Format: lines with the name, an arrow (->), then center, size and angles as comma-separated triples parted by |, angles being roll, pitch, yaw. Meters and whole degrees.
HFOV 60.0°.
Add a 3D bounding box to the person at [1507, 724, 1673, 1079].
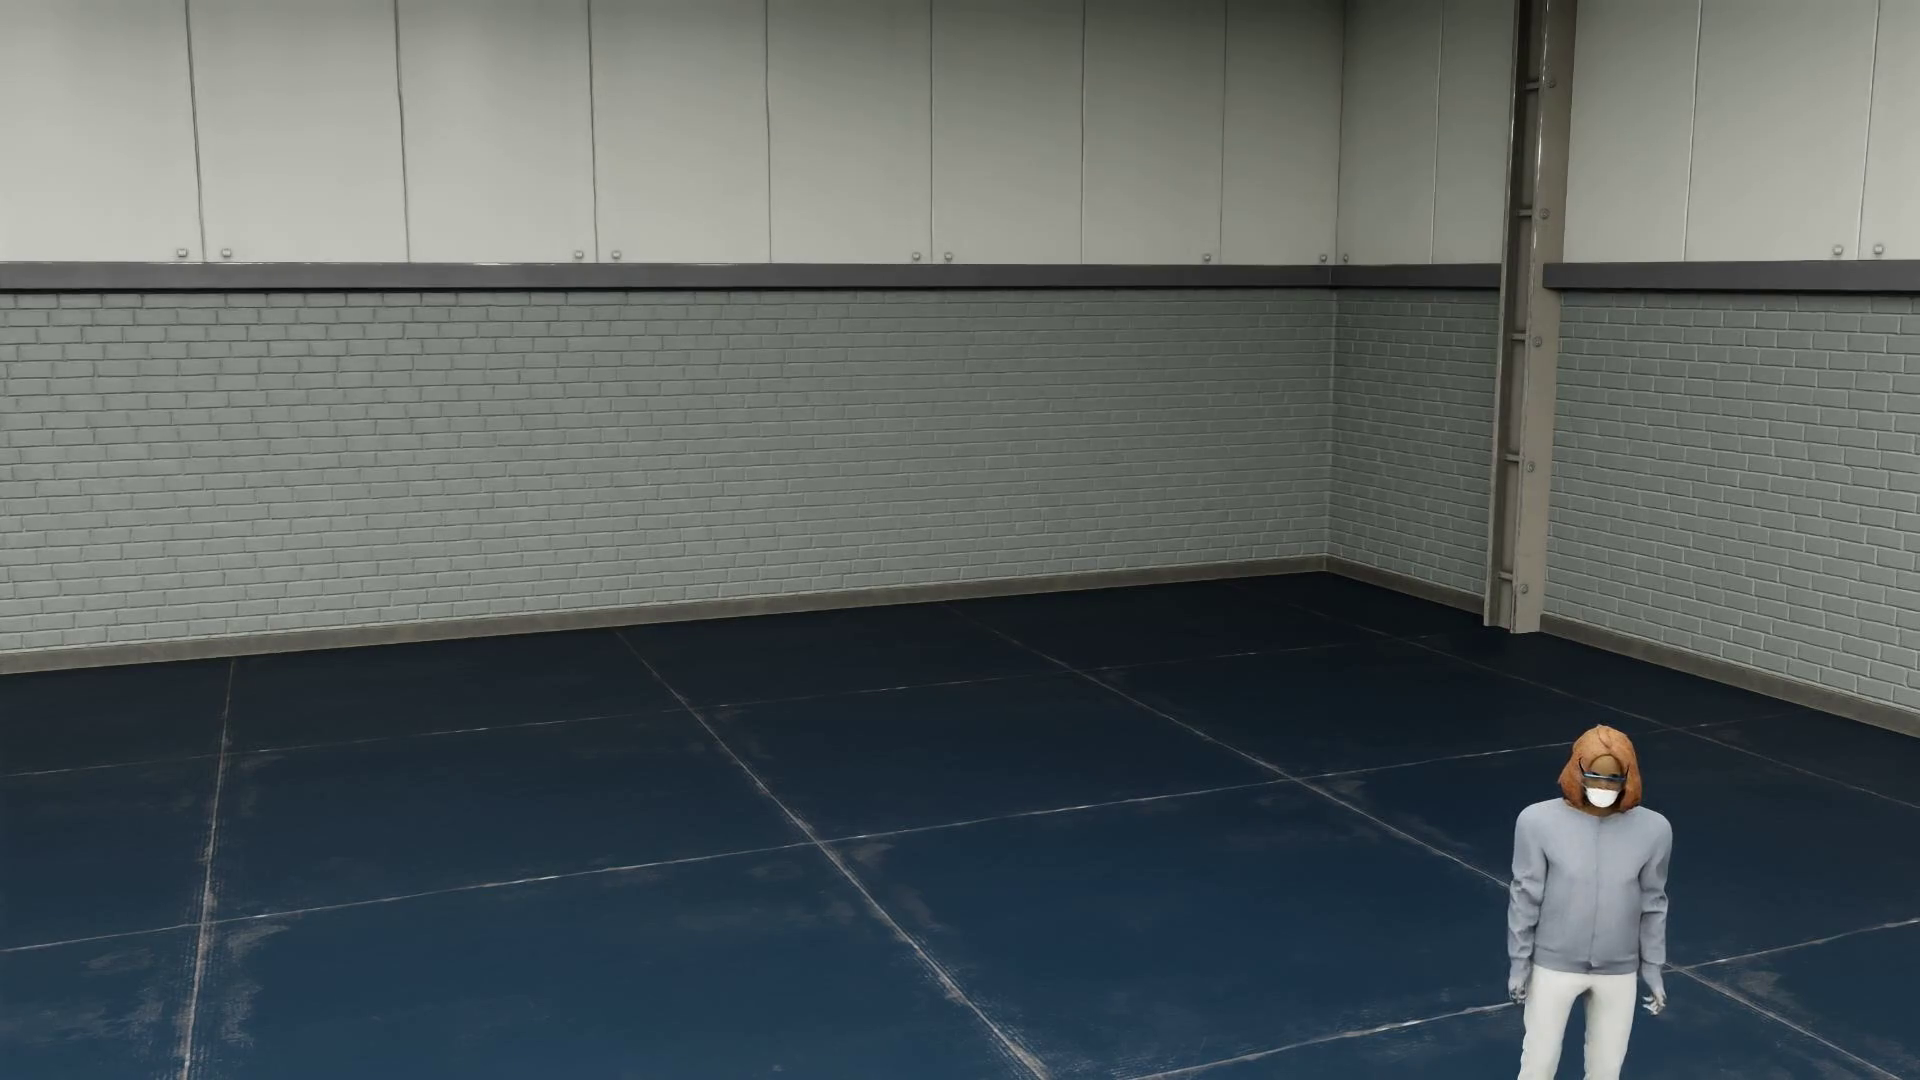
person -> 2.002, 1.381, 5.320 | 0.499, 1.633, 0.279 | 1, 9, 5
